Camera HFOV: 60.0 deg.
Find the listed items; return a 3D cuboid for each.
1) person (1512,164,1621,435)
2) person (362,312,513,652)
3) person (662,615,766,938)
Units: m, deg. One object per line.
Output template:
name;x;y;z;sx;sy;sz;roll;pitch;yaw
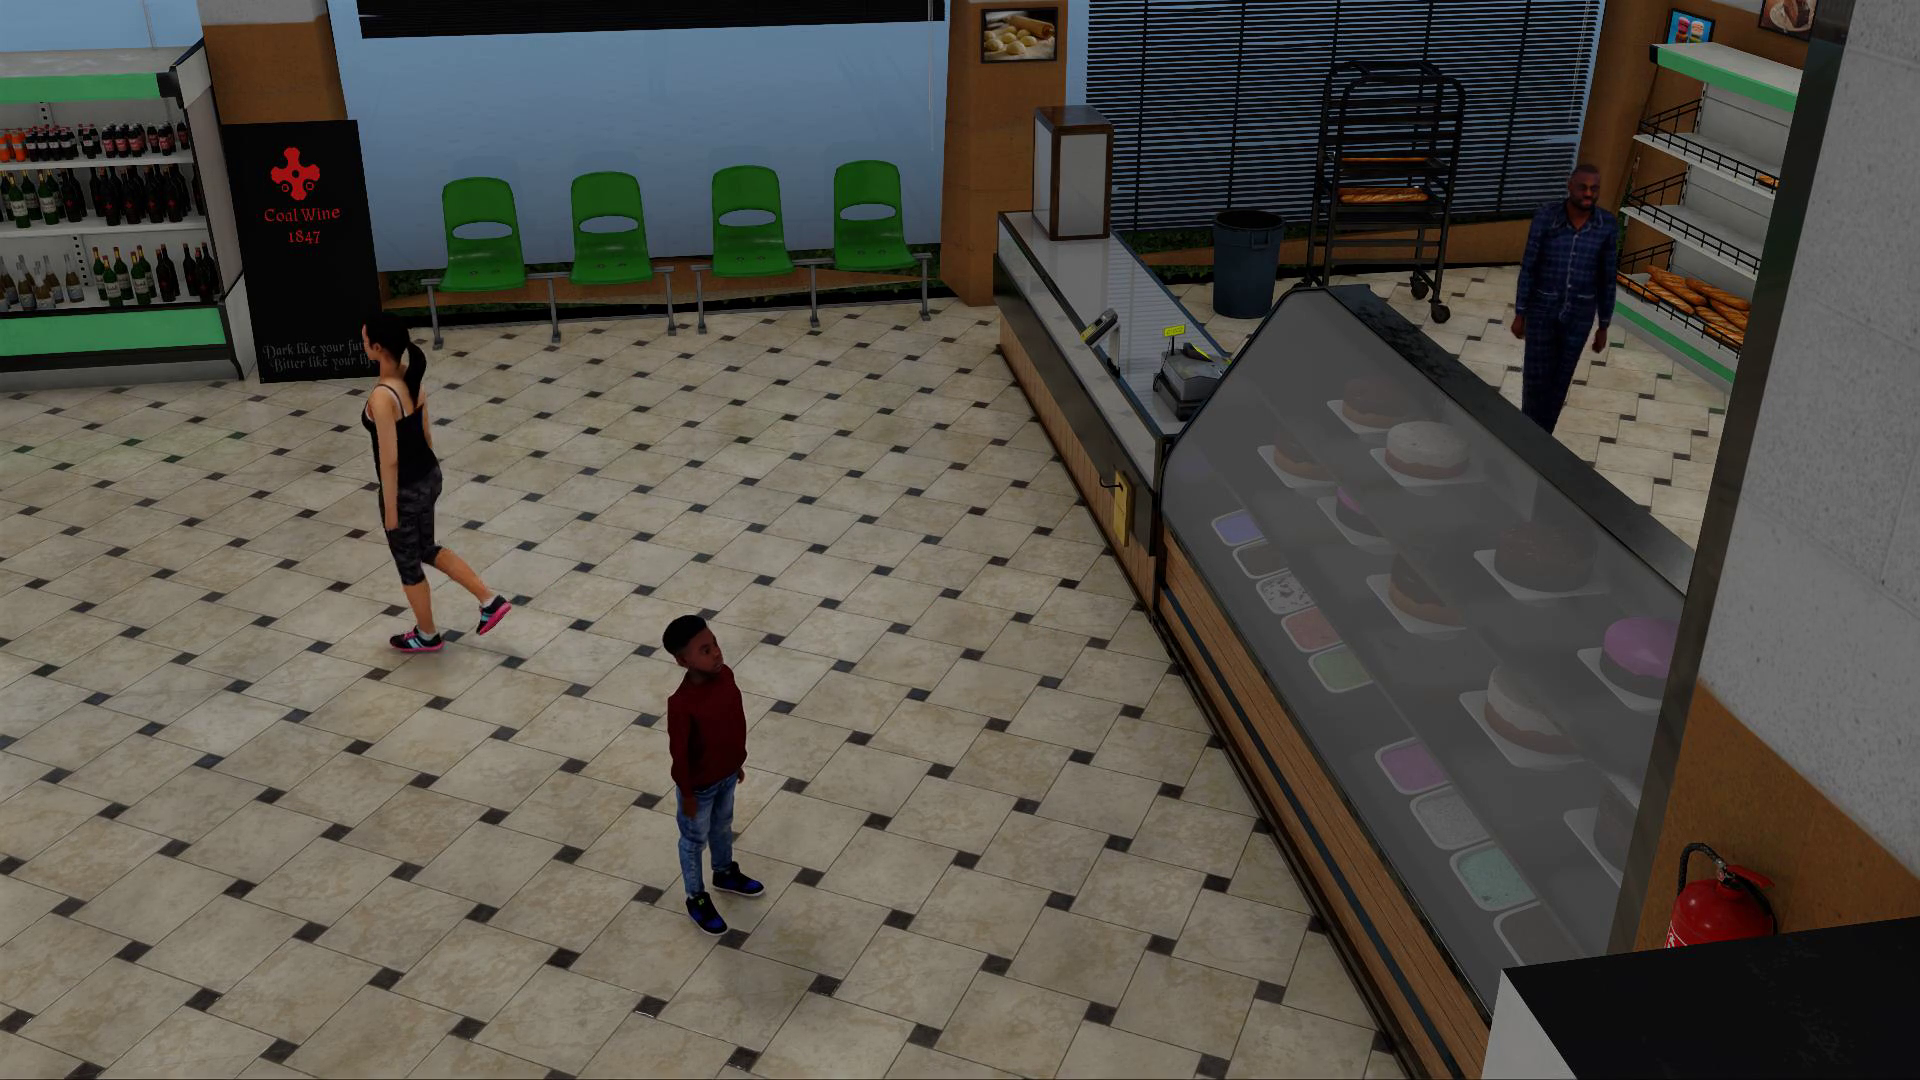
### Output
person;3.516;-1.321;9.764;0.969;1.796;0.939;5;27;10
person;-2.444;-0.211;7.667;0.931;1.712;0.734;4;27;8
person;-0.936;0.835;6.112;0.642;1.254;0.591;14;30;26
